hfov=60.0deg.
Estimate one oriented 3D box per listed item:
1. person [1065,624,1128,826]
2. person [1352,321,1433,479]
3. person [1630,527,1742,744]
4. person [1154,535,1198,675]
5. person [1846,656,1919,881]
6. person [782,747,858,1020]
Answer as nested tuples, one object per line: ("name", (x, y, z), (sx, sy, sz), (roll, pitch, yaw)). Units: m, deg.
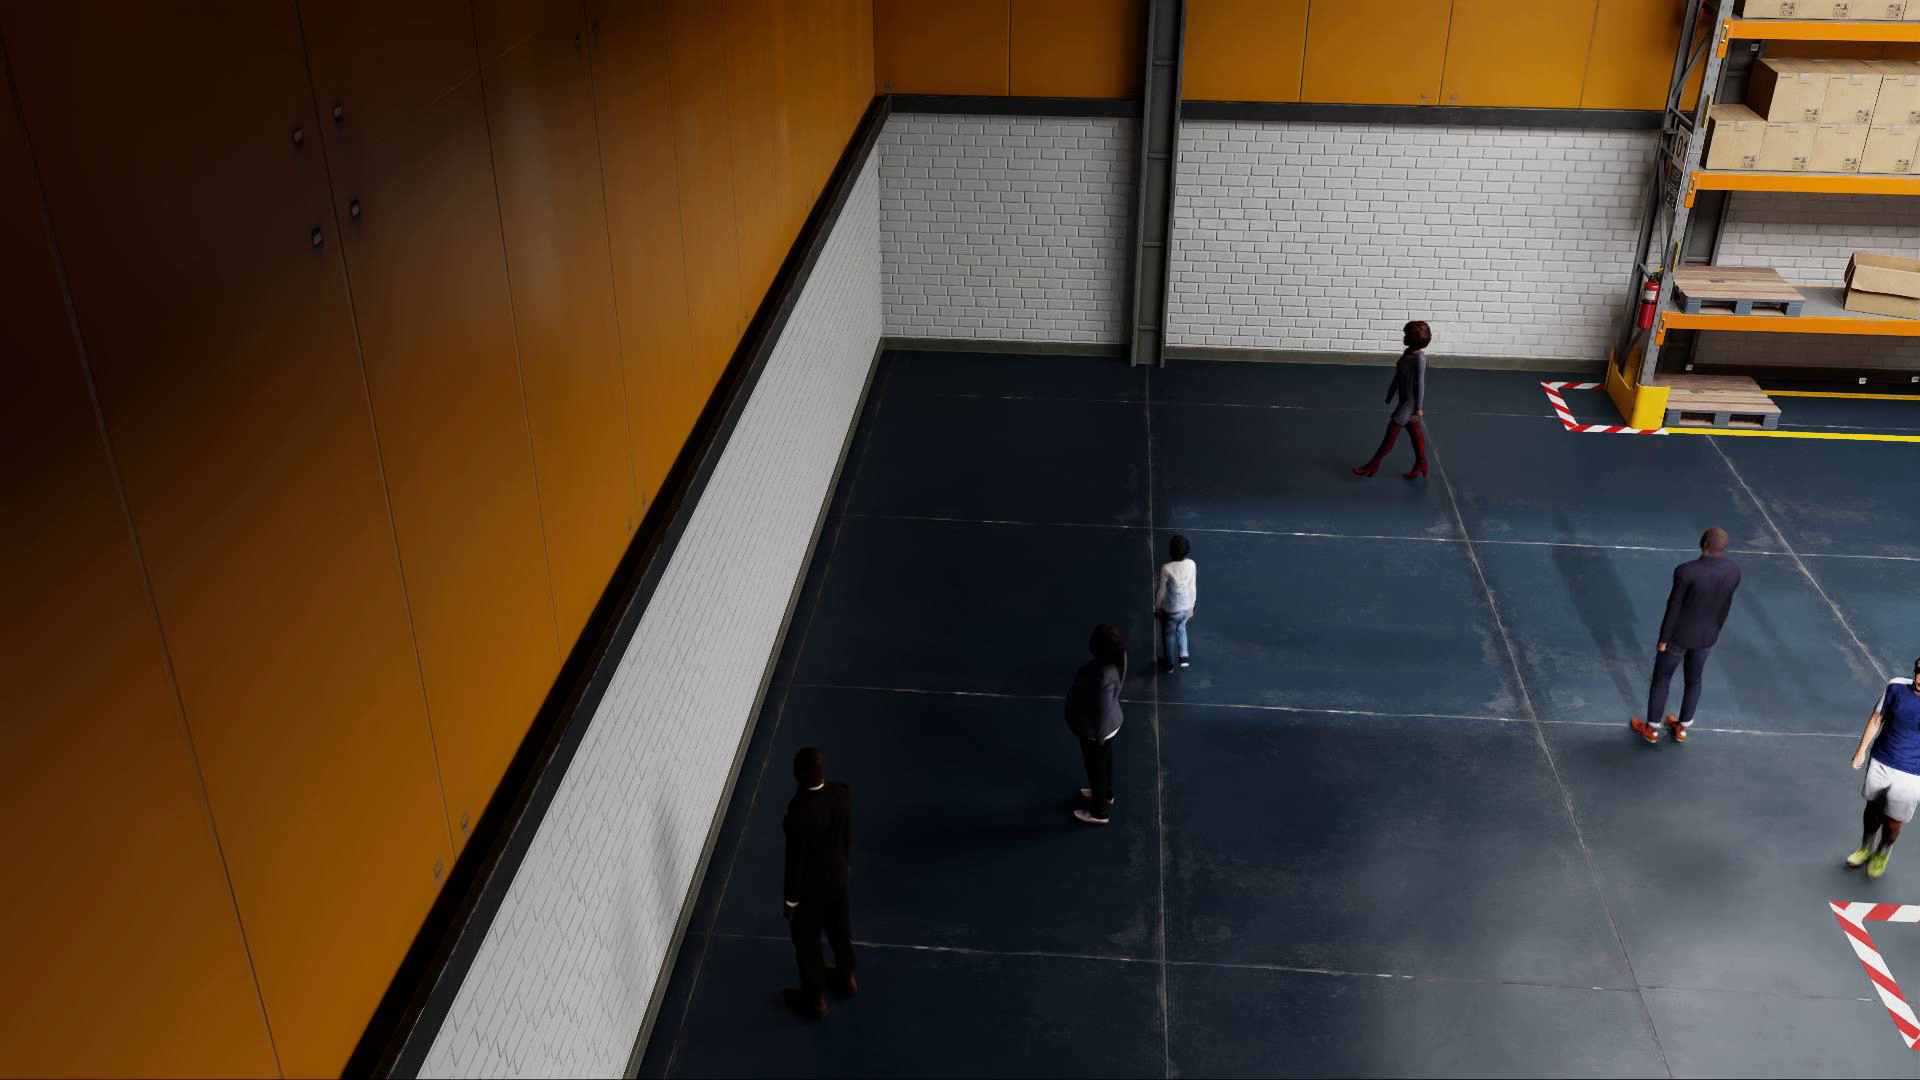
("person", (1.002, 1.292, 11.807), (0.681, 1.595, 0.682), (6, 29, 11))
("person", (4.562, -1.358, 16.579), (1.027, 1.678, 0.668), (-1, 29, -1))
("person", (5.543, 0.730, 12.605), (0.660, 1.817, 0.837), (-5, 29, -9))
("person", (1.771, 0.554, 13.516), (0.582, 1.254, 0.641), (-11, 30, -19))
("person", (6.395, 1.480, 11.229), (0.829, 1.819, 0.777), (-20, 34, -32))
("person", (-0.854, 2.059, 10.077), (0.818, 1.904, 0.787), (24, 37, 37))
